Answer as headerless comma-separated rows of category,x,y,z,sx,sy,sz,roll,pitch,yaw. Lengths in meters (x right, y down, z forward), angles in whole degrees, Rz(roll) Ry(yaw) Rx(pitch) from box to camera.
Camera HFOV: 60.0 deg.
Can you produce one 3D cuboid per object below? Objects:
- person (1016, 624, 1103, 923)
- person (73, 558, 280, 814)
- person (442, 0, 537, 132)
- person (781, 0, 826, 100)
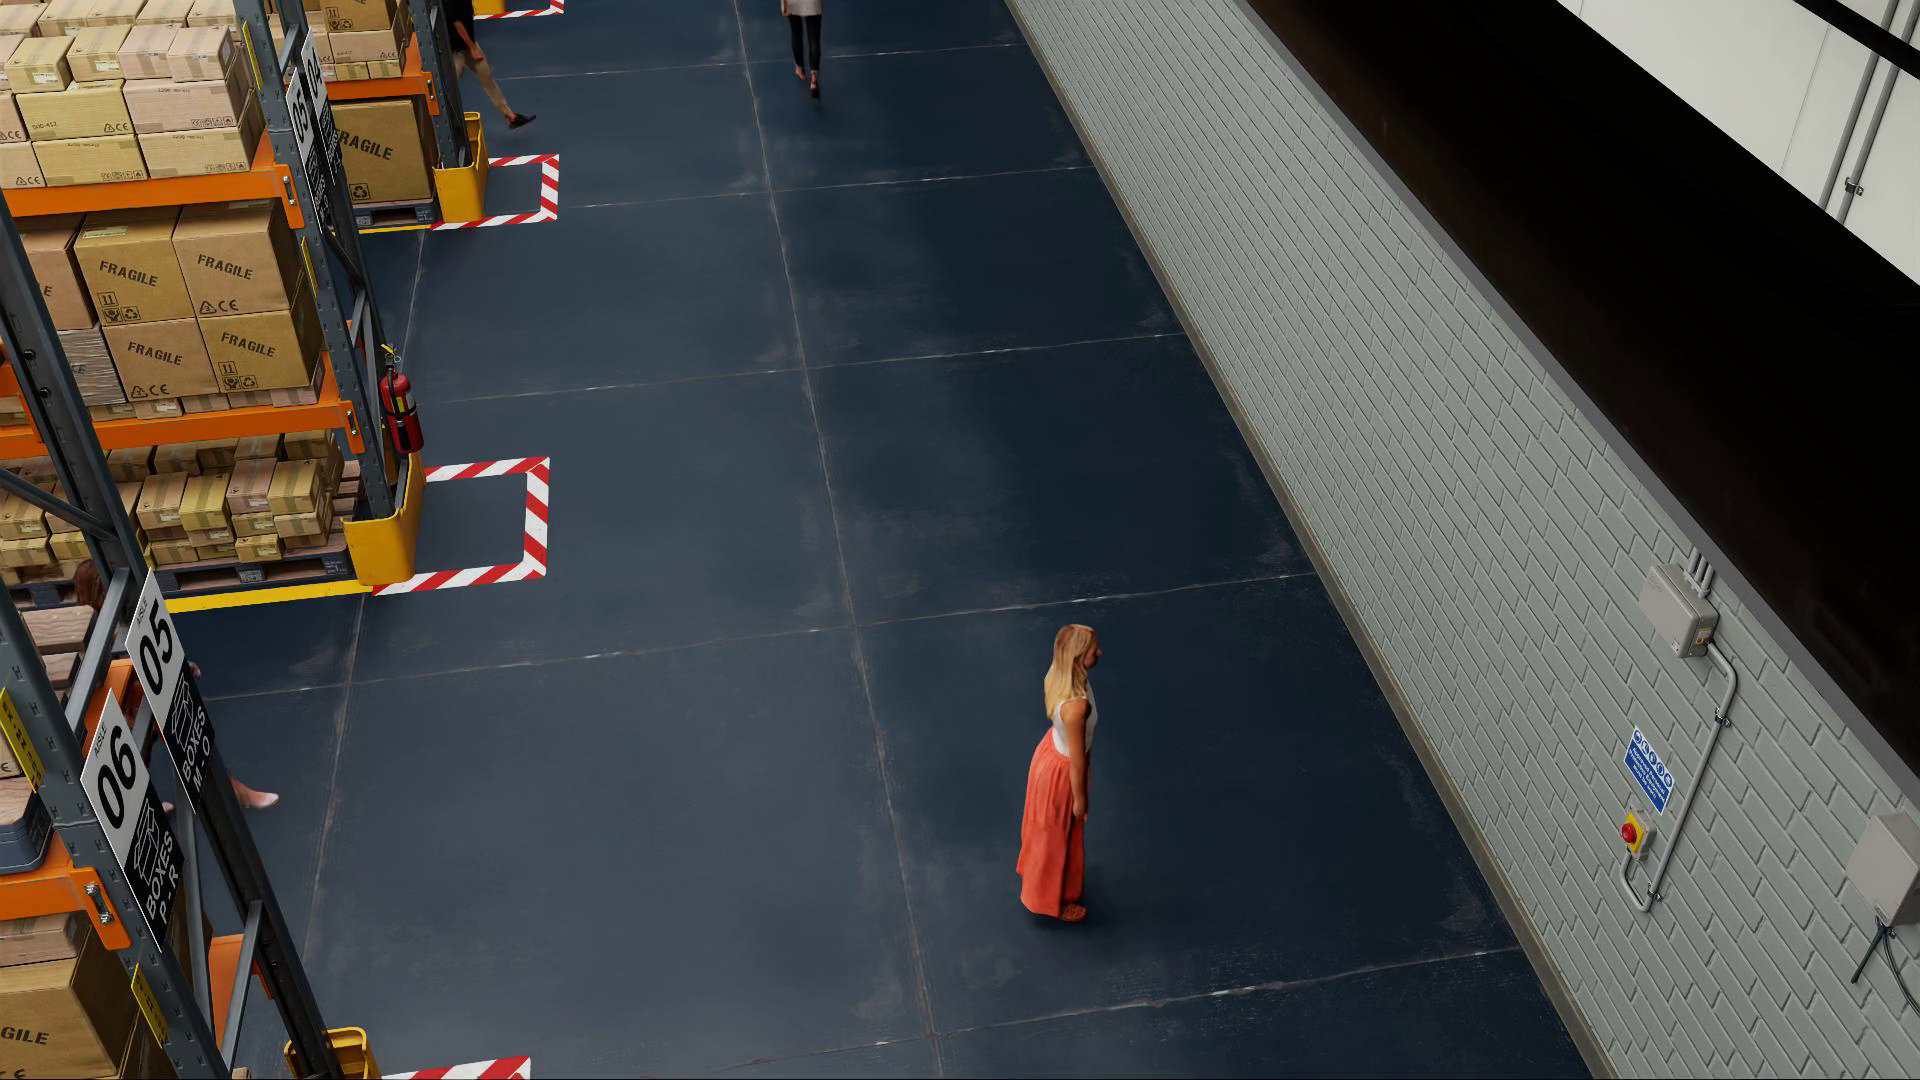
person,0.497,1.105,8.000,0.623,1.802,0.665,-1,38,-1
person,-4.218,0.793,8.458,0.999,1.729,0.578,-8,39,-10
person,-4.654,-4.504,15.156,1.158,1.817,0.852,3,38,4
person,-1.494,-5.157,16.008,1.086,1.796,0.710,-3,38,-4
